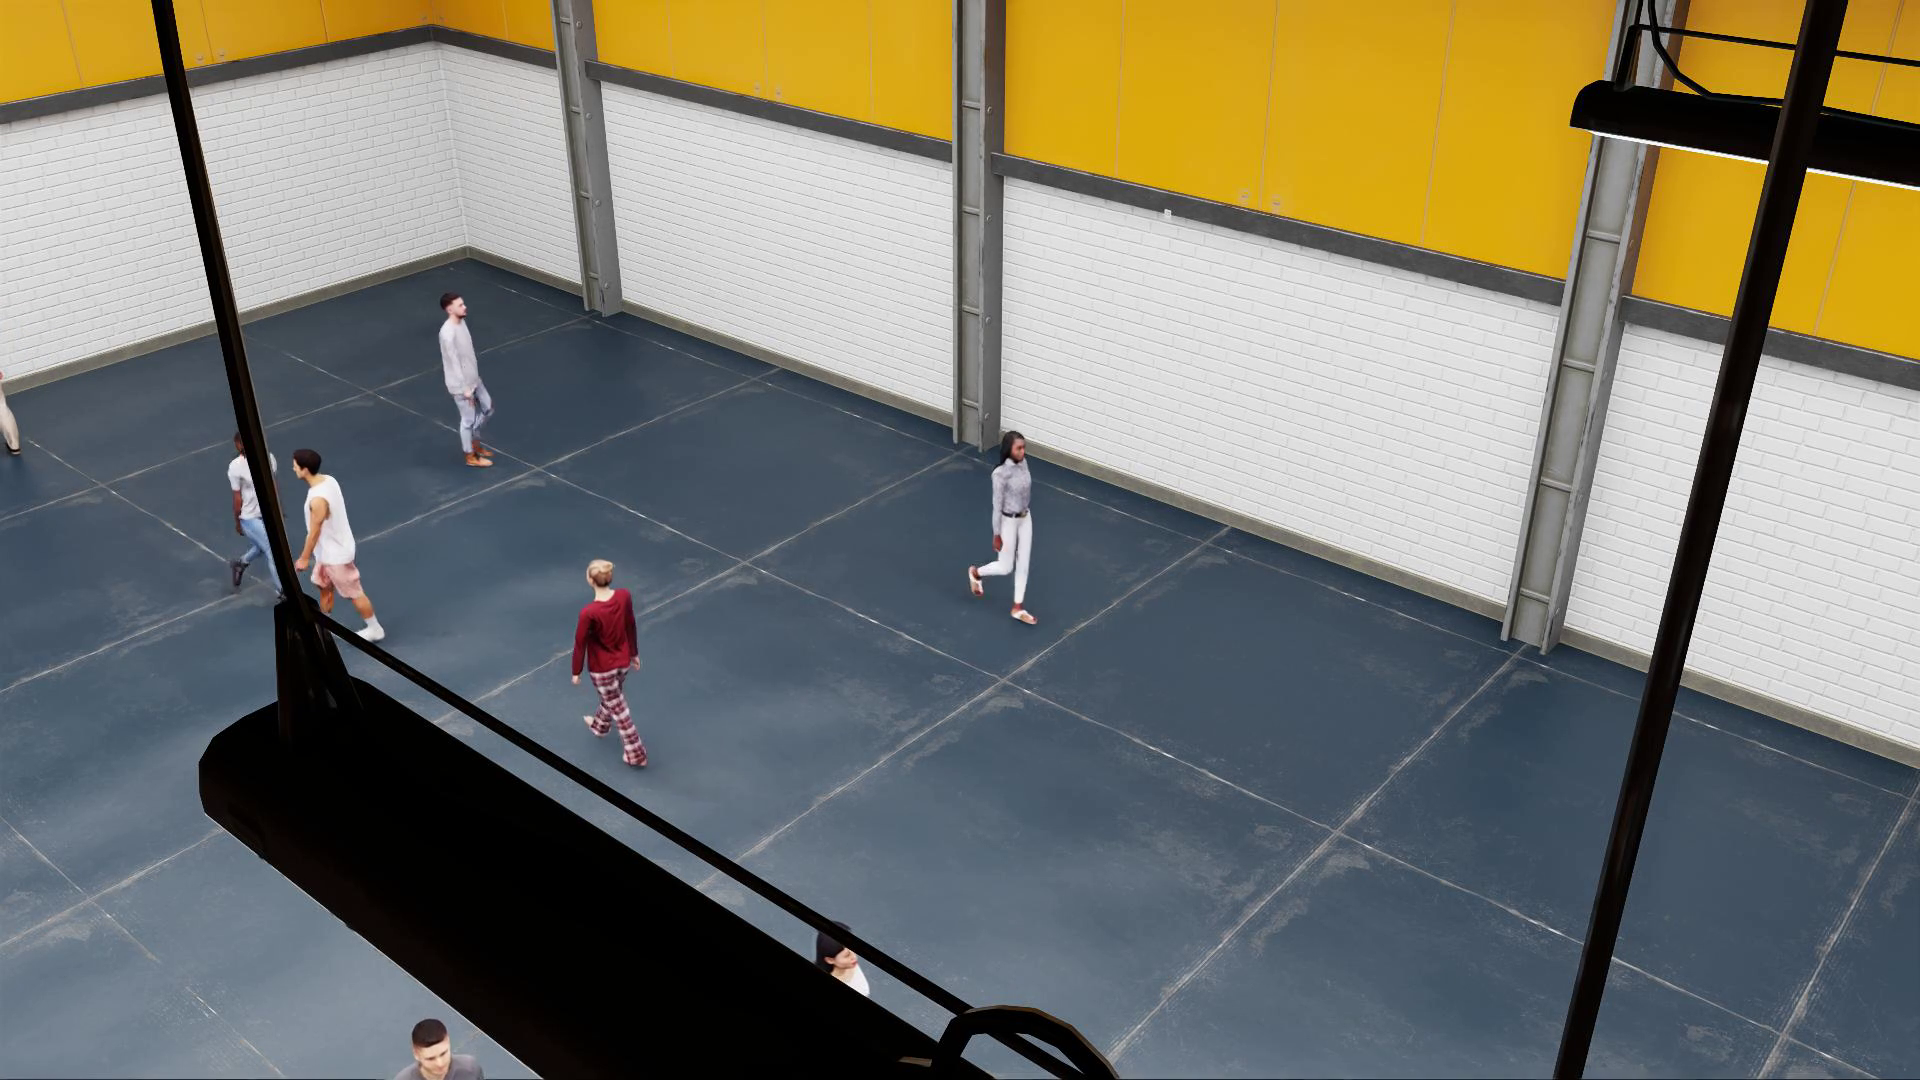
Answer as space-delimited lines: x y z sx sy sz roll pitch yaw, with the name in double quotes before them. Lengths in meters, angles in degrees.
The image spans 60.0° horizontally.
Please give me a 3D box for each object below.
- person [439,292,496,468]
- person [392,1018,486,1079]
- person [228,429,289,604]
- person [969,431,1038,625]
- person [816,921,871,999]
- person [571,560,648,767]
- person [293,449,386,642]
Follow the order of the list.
"person" -4.960 -1.567 16.387 0.817 1.827 0.793 2 29 3
"person" -2.524 2.996 8.113 0.938 1.739 1.202 -12 31 -21
"person" -6.001 -0.197 14.034 1.141 1.675 0.774 14 32 24
"person" 0.368 -0.131 13.880 0.943 1.707 0.639 24 37 37
"person" -0.616 2.687 8.643 0.762 1.774 0.746 9 30 15
"person" -2.468 0.918 11.992 0.953 1.673 0.670 20 34 32
"person" -4.960 0.086 13.434 1.010 1.752 1.006 -7 29 -12
